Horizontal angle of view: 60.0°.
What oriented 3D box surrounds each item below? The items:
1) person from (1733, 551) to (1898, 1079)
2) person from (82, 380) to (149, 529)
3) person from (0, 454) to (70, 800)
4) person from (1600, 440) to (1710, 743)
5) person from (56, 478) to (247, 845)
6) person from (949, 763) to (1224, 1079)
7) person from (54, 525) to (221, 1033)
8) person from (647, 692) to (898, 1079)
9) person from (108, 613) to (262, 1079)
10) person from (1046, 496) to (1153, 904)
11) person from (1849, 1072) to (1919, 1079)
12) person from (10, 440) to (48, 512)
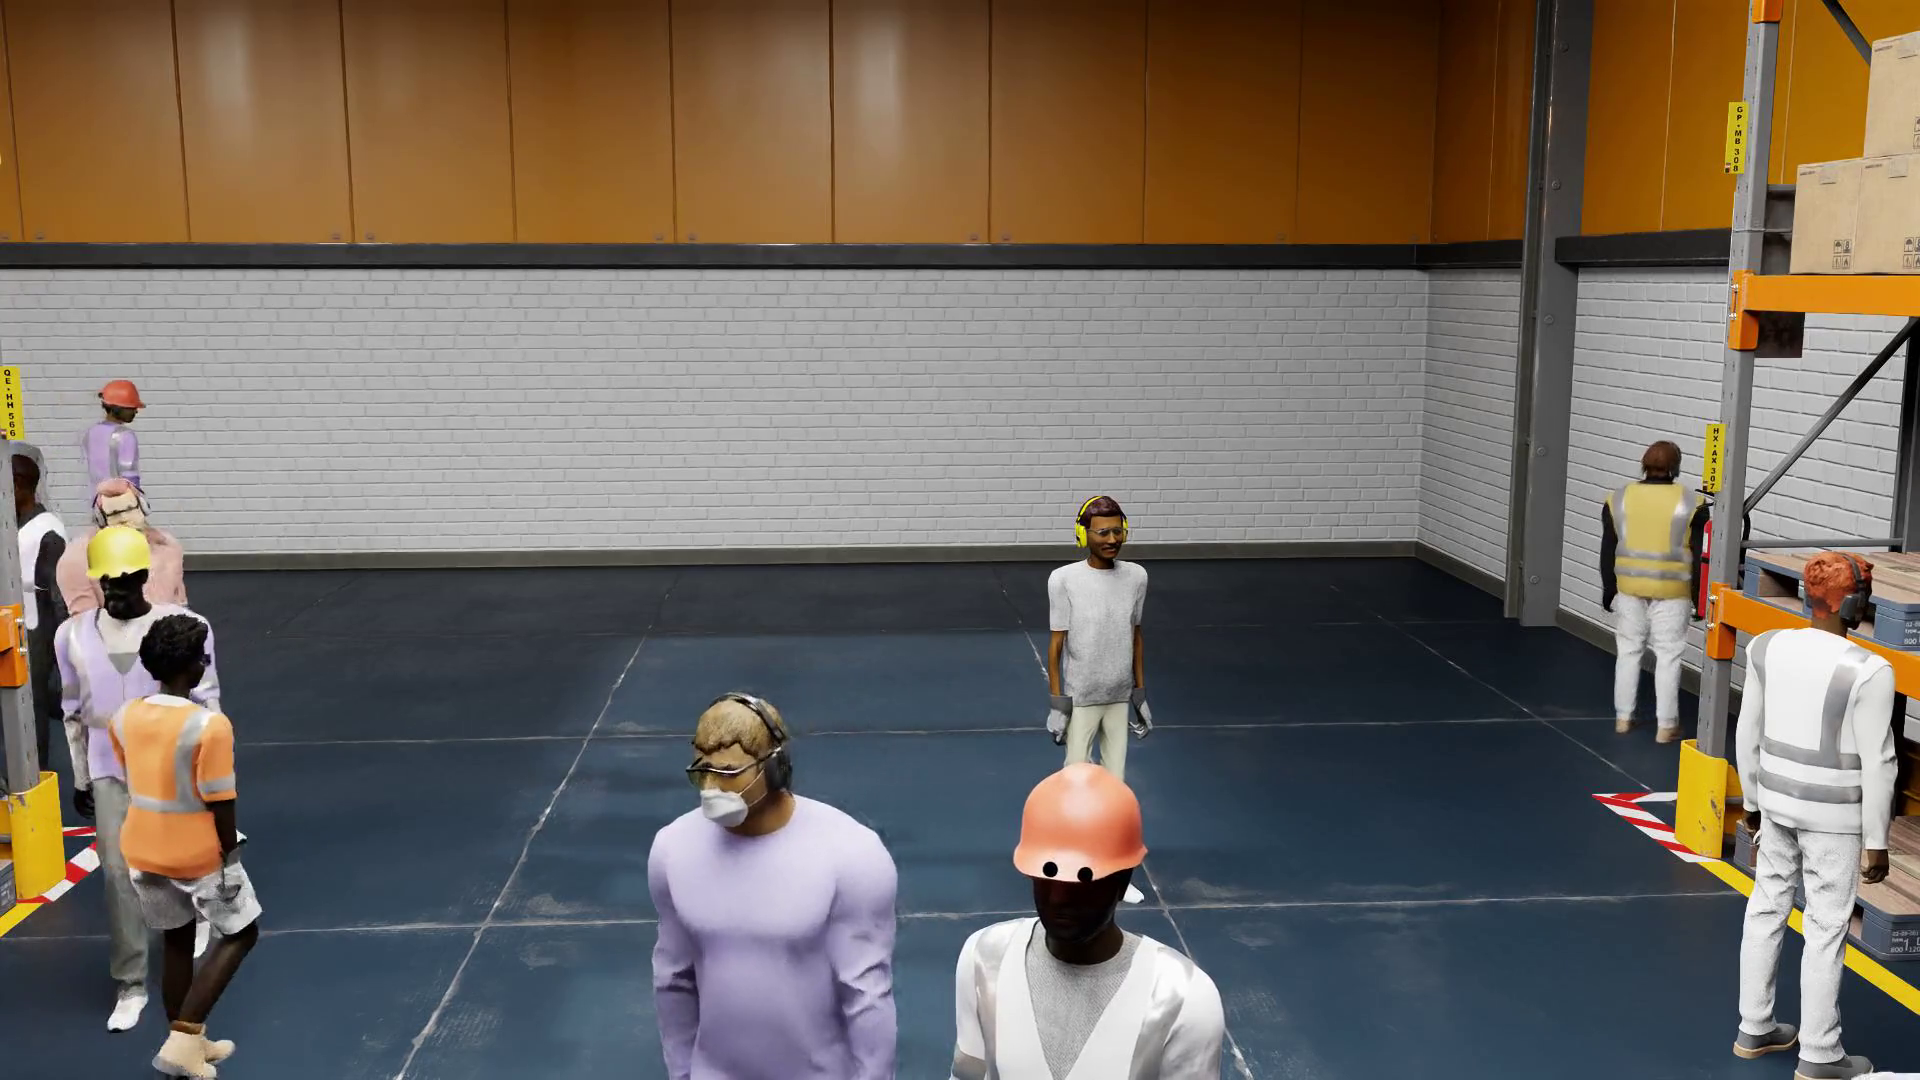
[{"bbox_3d":[3.005,0.970,5.859,0.337,1.882,0.584,-4,10,-24],"label":"person"},{"bbox_3d":[-6.603,-0.243,13.052,0.683,2.019,0.440,4,10,26],"label":"person"},{"bbox_3d":[-4.906,0.467,8.963,0.594,1.901,0.742,8,12,41],"label":"person"},{"bbox_3d":[4.256,0.304,10.185,0.629,1.843,0.429,7,12,38],"label":"person"},{"bbox_3d":[-3.926,0.636,8.021,0.825,1.870,0.637,7,11,37],"label":"person"},{"bbox_3d":[0.218,1.367,3.186,0.545,1.942,0.354,4,10,22],"label":"person"},{"bbox_3d":[-3.203,0.857,6.561,0.596,1.888,0.939,-2,9,-11],"label":"person"},{"bbox_3d":[-0.409,1.263,3.925,0.642,1.916,0.713,3,10,18],"label":"person"},{"bbox_3d":[-2.699,1.087,5.770,0.537,1.682,0.392,4,10,21],"label":"person"},{"bbox_3d":[0.629,0.725,7.443,0.521,1.871,0.325,-4,10,-25],"label":"person"},{"bbox_3d":[1.686,1.470,2.885,0.530,1.826,0.879,2,9,11],"label":"person"},{"bbox_3d":[-7.607,-0.178,13.290,0.598,1.815,0.630,-6,11,-34],"label":"person"}]
